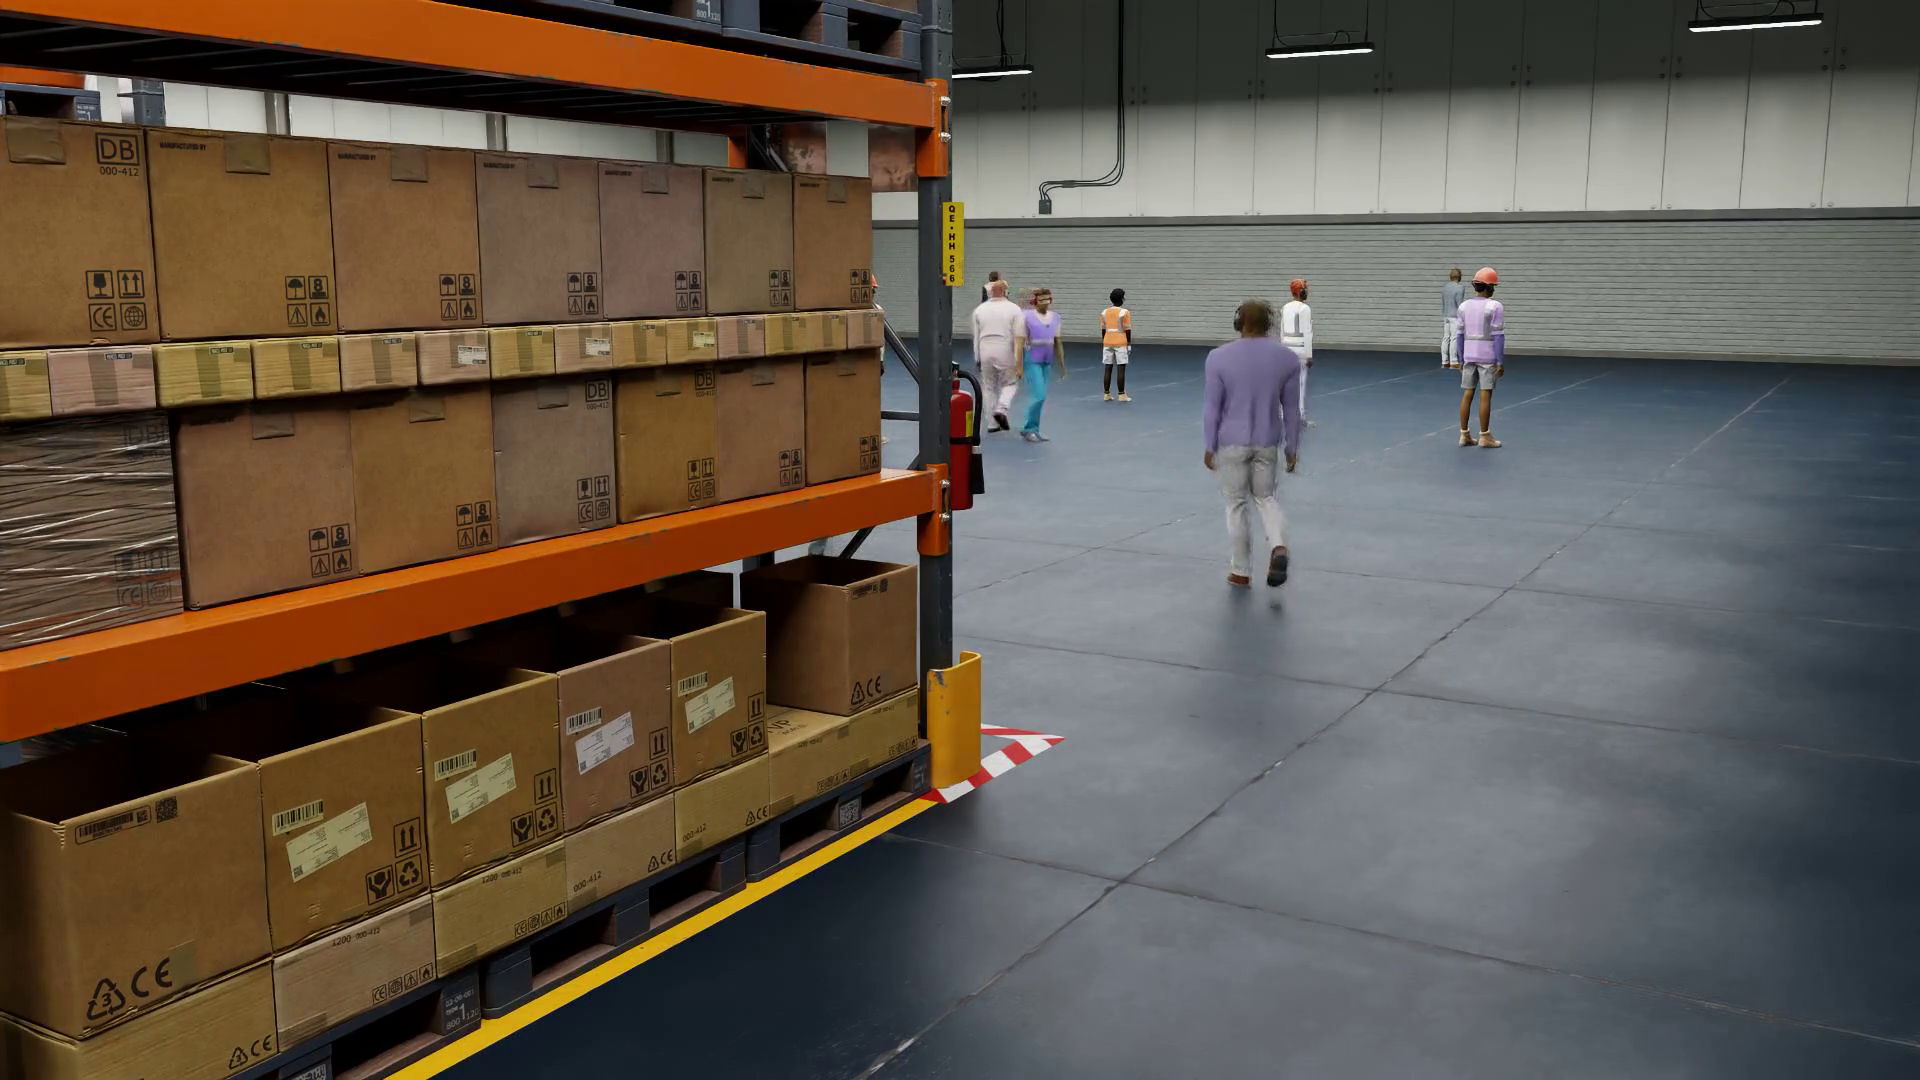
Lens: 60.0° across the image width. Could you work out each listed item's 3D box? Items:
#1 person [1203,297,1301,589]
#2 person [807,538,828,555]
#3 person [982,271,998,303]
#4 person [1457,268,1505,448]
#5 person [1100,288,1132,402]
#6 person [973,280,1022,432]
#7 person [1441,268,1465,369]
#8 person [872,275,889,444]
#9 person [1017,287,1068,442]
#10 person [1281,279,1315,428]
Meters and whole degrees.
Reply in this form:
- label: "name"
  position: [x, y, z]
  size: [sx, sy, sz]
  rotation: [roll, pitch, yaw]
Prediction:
- label: "person"
  position: [1.891, -0.602, 10.740]
  size: [0.631, 1.919, 0.577]
  rotation: [-1, 10, -8]
- label: "person"
  position: [-1.011, -0.600, 11.545]
  size: [0.524, 1.618, 0.461]
  rotation: [4, 11, 24]
- label: "person"
  position: [0.747, -5.291, 38.470]
  size: [0.647, 1.812, 0.771]
  rotation: [-3, 10, -19]
- label: "person"
  position: [5.929, -2.063, 18.910]
  size: [0.370, 2.044, 0.608]
  rotation: [-7, 12, -36]
- label: "person"
  position: [2.336, -2.896, 24.804]
  size: [0.535, 1.697, 0.318]
  rotation: [8, 12, 39]
- label: "person"
  position: [0.465, -2.254, 20.488]
  size: [0.667, 1.887, 0.474]
  rotation: [4, 10, 21]
- label: "person"
  position: [9.543, -4.269, 32.133]
  size: [0.372, 1.940, 0.630]
  rotation: [-3, 10, -17]
- label: "person"
  position: [-1.117, -2.099, 19.272]
  size: [0.612, 1.991, 0.392]
  rotation: [7, 12, 35]
- label: "person"
  position: [0.936, -2.052, 19.514]
  size: [0.473, 1.820, 0.580]
  rotation: [8, 13, 40]
- label: "person"
  position: [4.298, -2.368, 21.164]
  size: [0.355, 1.885, 0.576]
  rotation: [-4, 11, -24]
